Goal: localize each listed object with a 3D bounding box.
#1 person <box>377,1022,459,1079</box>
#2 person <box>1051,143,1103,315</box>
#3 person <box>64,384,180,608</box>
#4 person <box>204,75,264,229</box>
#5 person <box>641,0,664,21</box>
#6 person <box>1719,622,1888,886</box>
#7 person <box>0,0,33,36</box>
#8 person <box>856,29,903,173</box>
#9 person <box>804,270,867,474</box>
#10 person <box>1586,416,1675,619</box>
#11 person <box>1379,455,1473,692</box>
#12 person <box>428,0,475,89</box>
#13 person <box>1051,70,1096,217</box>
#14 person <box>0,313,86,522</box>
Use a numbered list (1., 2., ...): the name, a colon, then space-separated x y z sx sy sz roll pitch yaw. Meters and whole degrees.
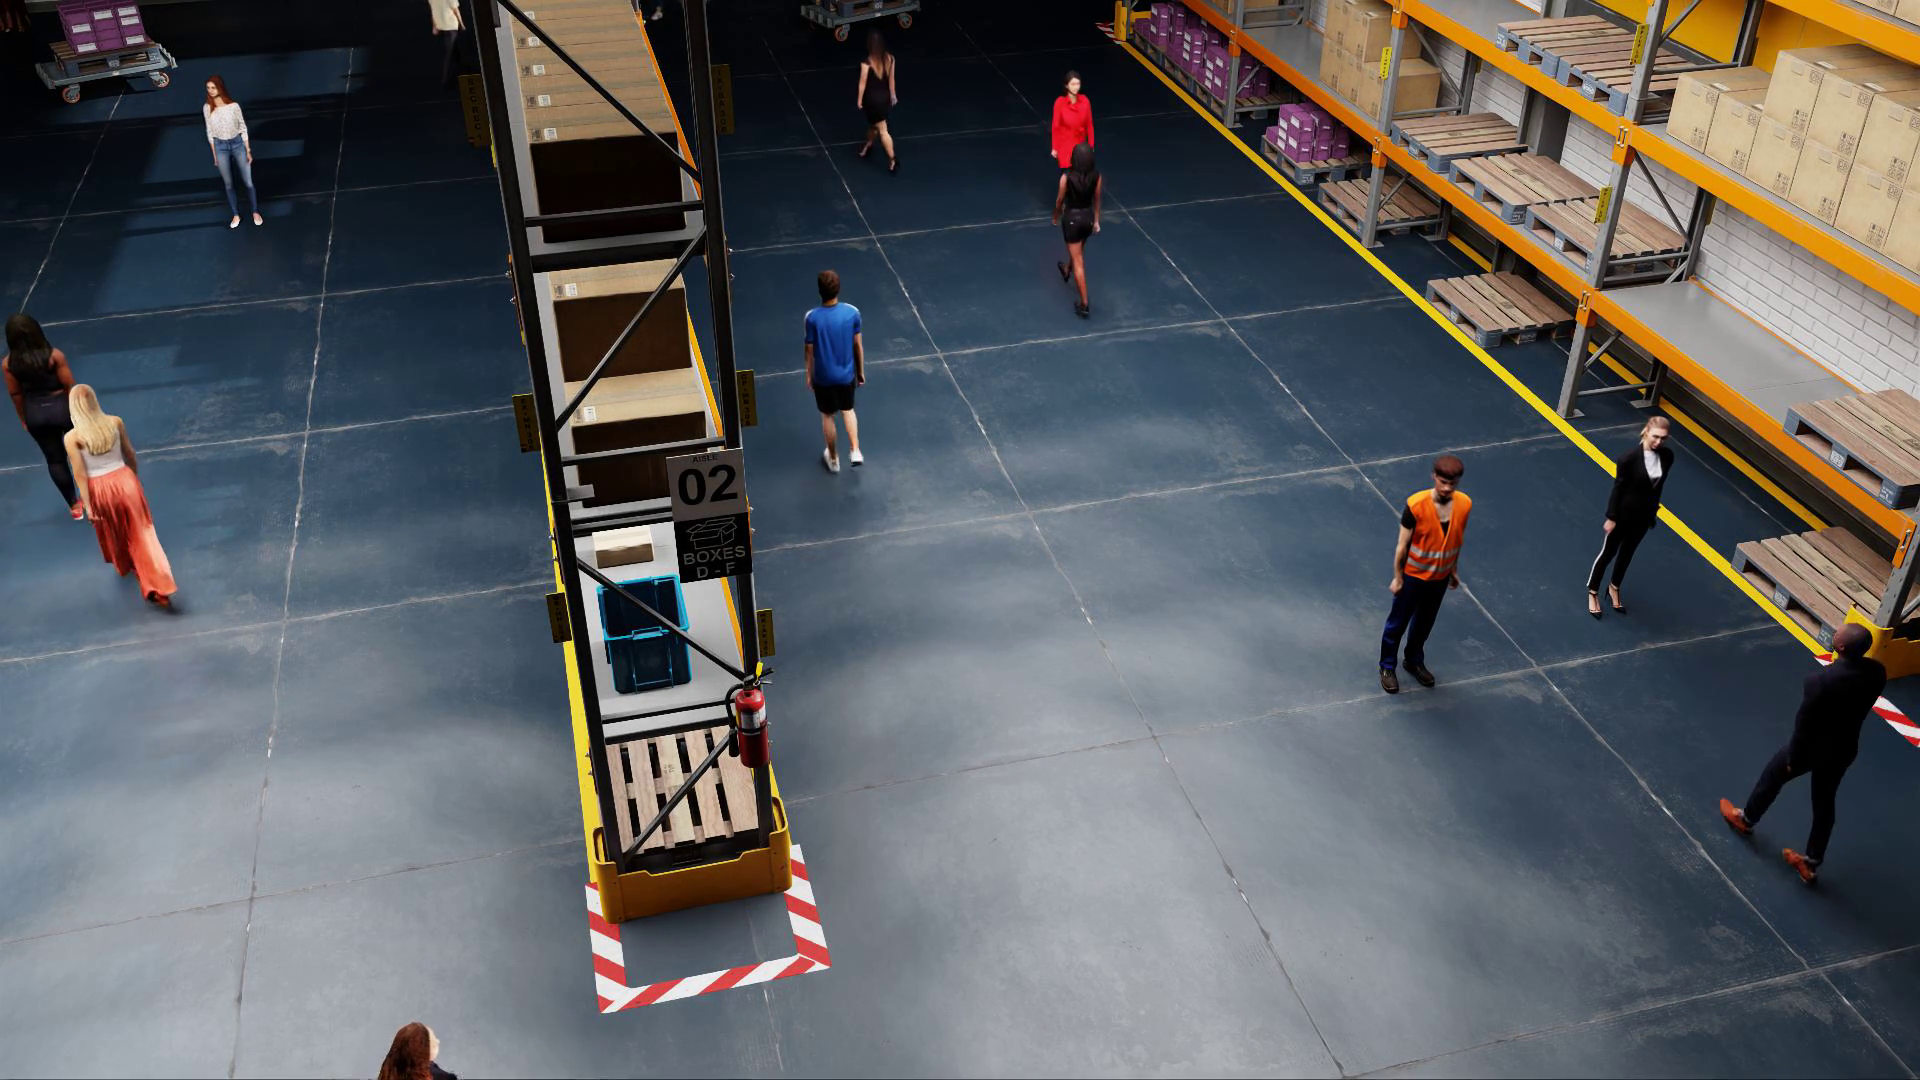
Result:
1. person: -2.574 2.907 7.952 0.912 1.472 1.002 -25 41 -33
2. person: 1.229 -3.108 16.808 0.708 1.685 1.223 -14 36 -20
3. person: -6.297 -0.273 12.488 1.326 1.745 1.065 26 41 33
4. person: -8.191 -4.384 18.689 0.571 1.728 0.497 -7 34 -11
5. person: -4.725 -8.690 25.410 0.866 1.460 0.886 24 40 31
6. person: 5.254 1.328 10.042 0.739 1.787 0.991 -6 34 -8
7. person: -14.299 -8.365 24.759 0.654 1.639 0.579 -7 34 -11
8. person: -0.942 -5.233 20.014 0.985 1.675 1.147 -28 43 -36
9. person: -1.047 -1.358 14.026 0.691 1.850 0.855 -13 36 -18
10. person: 4.997 -0.184 12.392 0.598 1.704 0.514 -7 34 -11
11. person: 3.252 0.205 11.647 0.659 1.880 0.604 -7 34 -11
12. person: -7.041 -6.946 22.705 0.967 1.549 1.044 16 37 22
13. person: 1.215 -4.462 18.803 0.670 1.731 0.782 -13 36 -19
14. person: -7.350 -0.957 13.470 0.685 1.799 0.668 -9 35 -14
